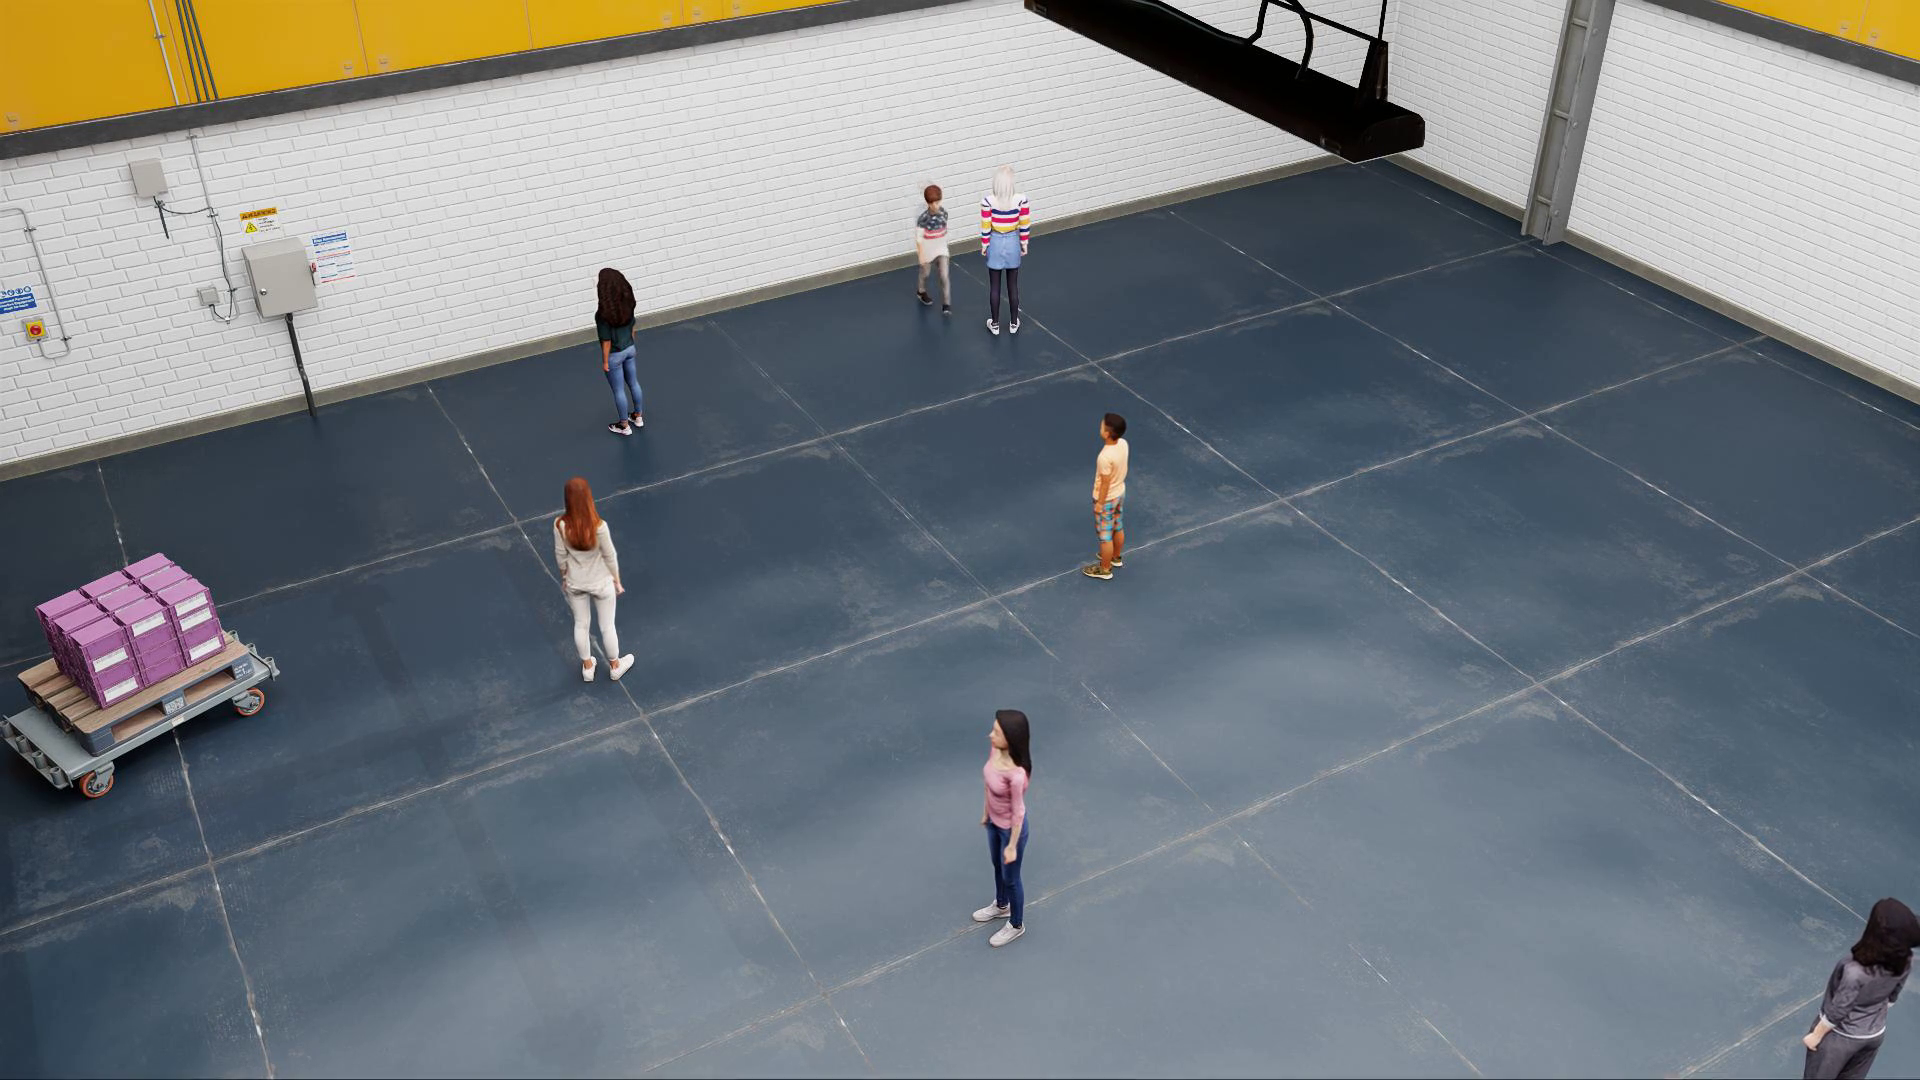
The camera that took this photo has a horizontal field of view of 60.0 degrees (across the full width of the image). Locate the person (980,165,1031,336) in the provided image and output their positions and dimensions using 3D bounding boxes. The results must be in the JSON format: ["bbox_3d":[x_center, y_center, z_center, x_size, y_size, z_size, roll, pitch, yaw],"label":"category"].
[{"bbox_3d":[0.448,-2.961,16.917,0.722,1.809,0.678,-3,34,-4],"label":"person"}]

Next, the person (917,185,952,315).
[{"bbox_3d":[-0.302,-3.091,17.479,0.624,1.405,0.978,-16,37,-22],"label":"person"}]

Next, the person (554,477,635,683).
[{"bbox_3d":[-2.695,0.300,12.098,0.697,1.713,0.728,3,34,5],"label":"person"}]

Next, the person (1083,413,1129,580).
[{"bbox_3d":[1.207,-0.363,13.324,0.617,1.461,0.603,19,38,26],"label":"person"}]

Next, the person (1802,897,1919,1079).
[{"bbox_3d":[4.632,2.554,8.662,0.642,1.764,0.587,-10,35,-15],"label":"person"}]

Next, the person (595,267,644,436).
[{"bbox_3d":[-3.129,-1.737,15.250,0.721,1.616,0.696,22,39,29],"label":"person"}]

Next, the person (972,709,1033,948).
[{"bbox_3d":[0.276,1.704,9.960,0.662,1.742,0.494,-12,35,-17],"label":"person"}]
